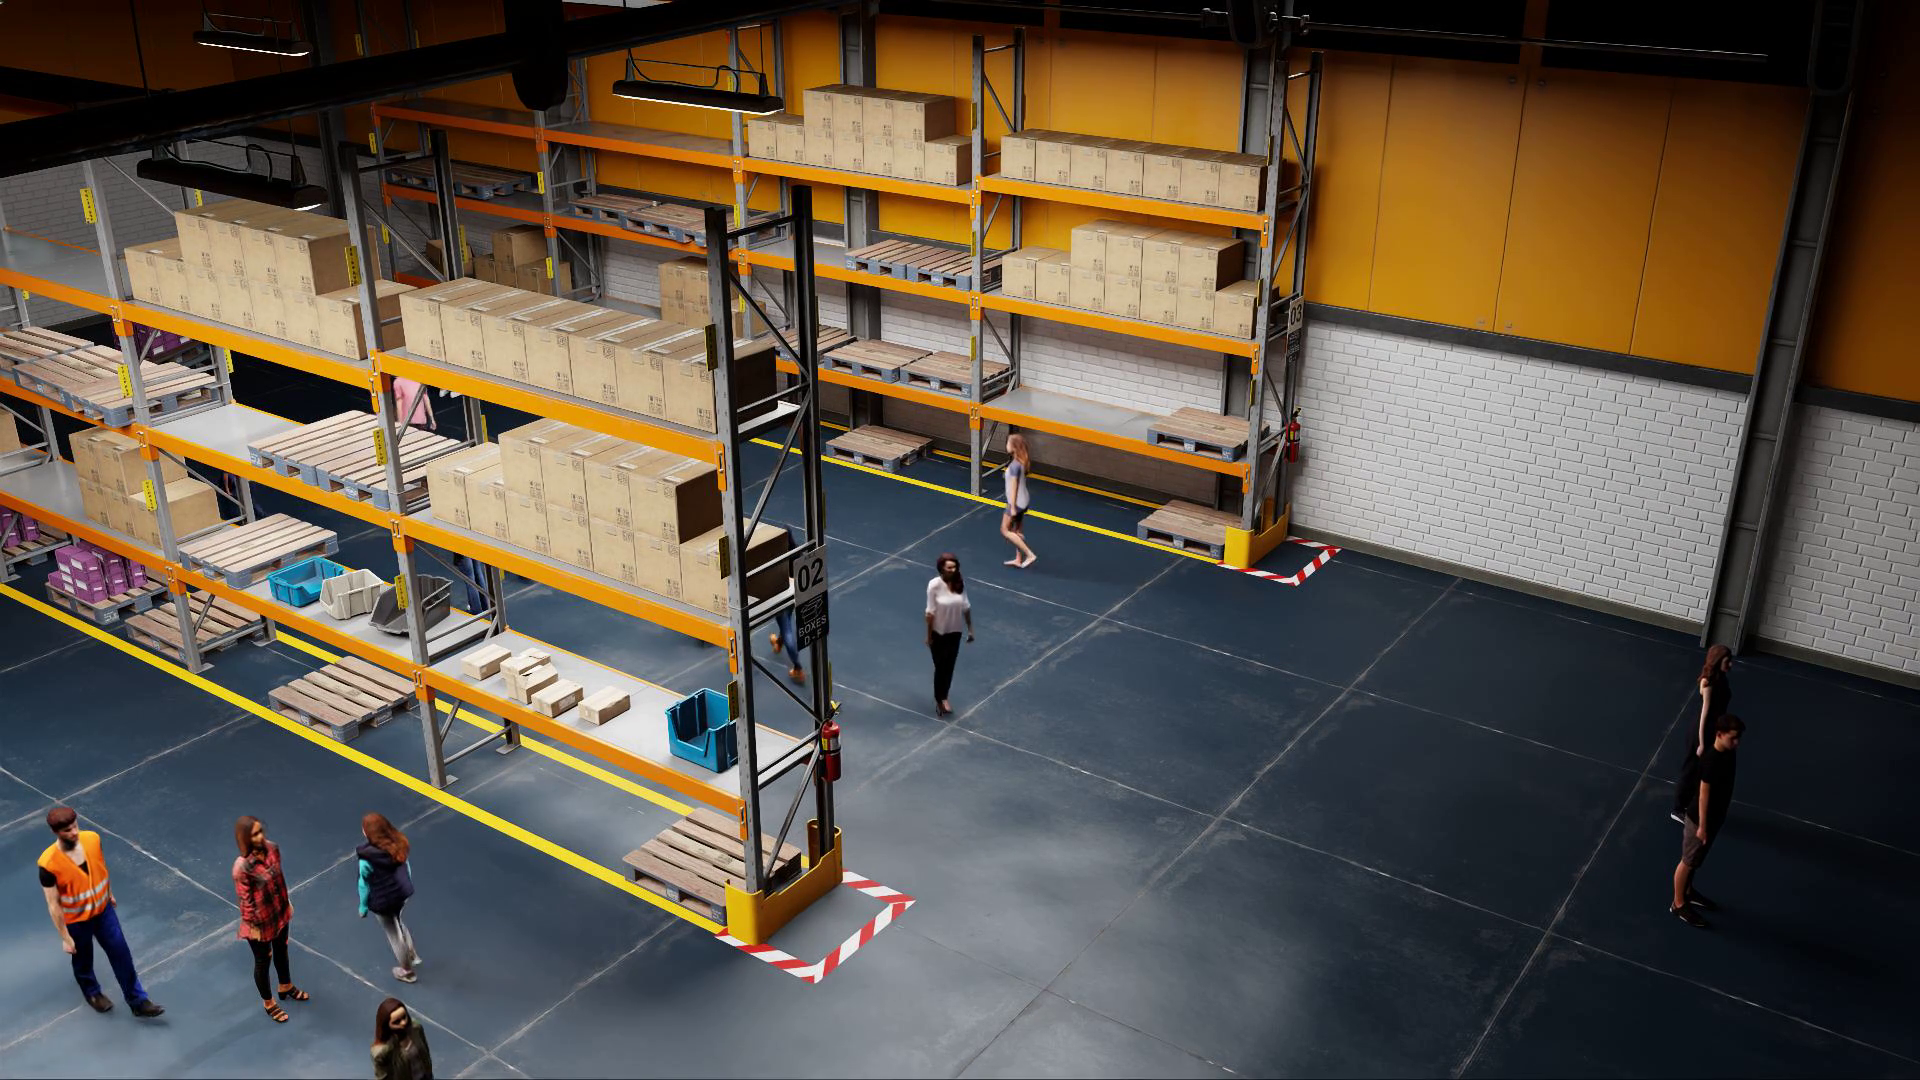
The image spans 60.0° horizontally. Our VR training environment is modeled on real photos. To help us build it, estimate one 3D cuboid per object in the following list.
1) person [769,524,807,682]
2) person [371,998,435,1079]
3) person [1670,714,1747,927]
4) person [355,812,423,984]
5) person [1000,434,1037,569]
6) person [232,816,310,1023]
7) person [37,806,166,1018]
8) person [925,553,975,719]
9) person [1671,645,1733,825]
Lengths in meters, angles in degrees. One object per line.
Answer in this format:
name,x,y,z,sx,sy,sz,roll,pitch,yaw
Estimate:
person,-1.801,0.685,17.452,0.943,1.668,1.253,-14,27,-29
person,-3.687,3.617,11.000,0.744,1.464,0.627,13,27,27
person,6.122,2.241,13.652,0.602,1.861,0.689,18,29,36
person,-4.363,2.782,12.878,0.632,1.490,0.622,10,25,21
person,0.769,-0.437,19.959,0.748,1.717,0.689,8,25,18
person,-5.224,2.822,12.522,0.656,1.701,0.676,7,25,15
person,-6.615,2.767,12.456,1.069,1.855,0.774,13,27,27
person,-0.195,0.925,16.760,0.703,1.783,0.689,-15,28,-31
person,6.690,1.729,14.964,0.555,1.747,0.610,20,31,38
